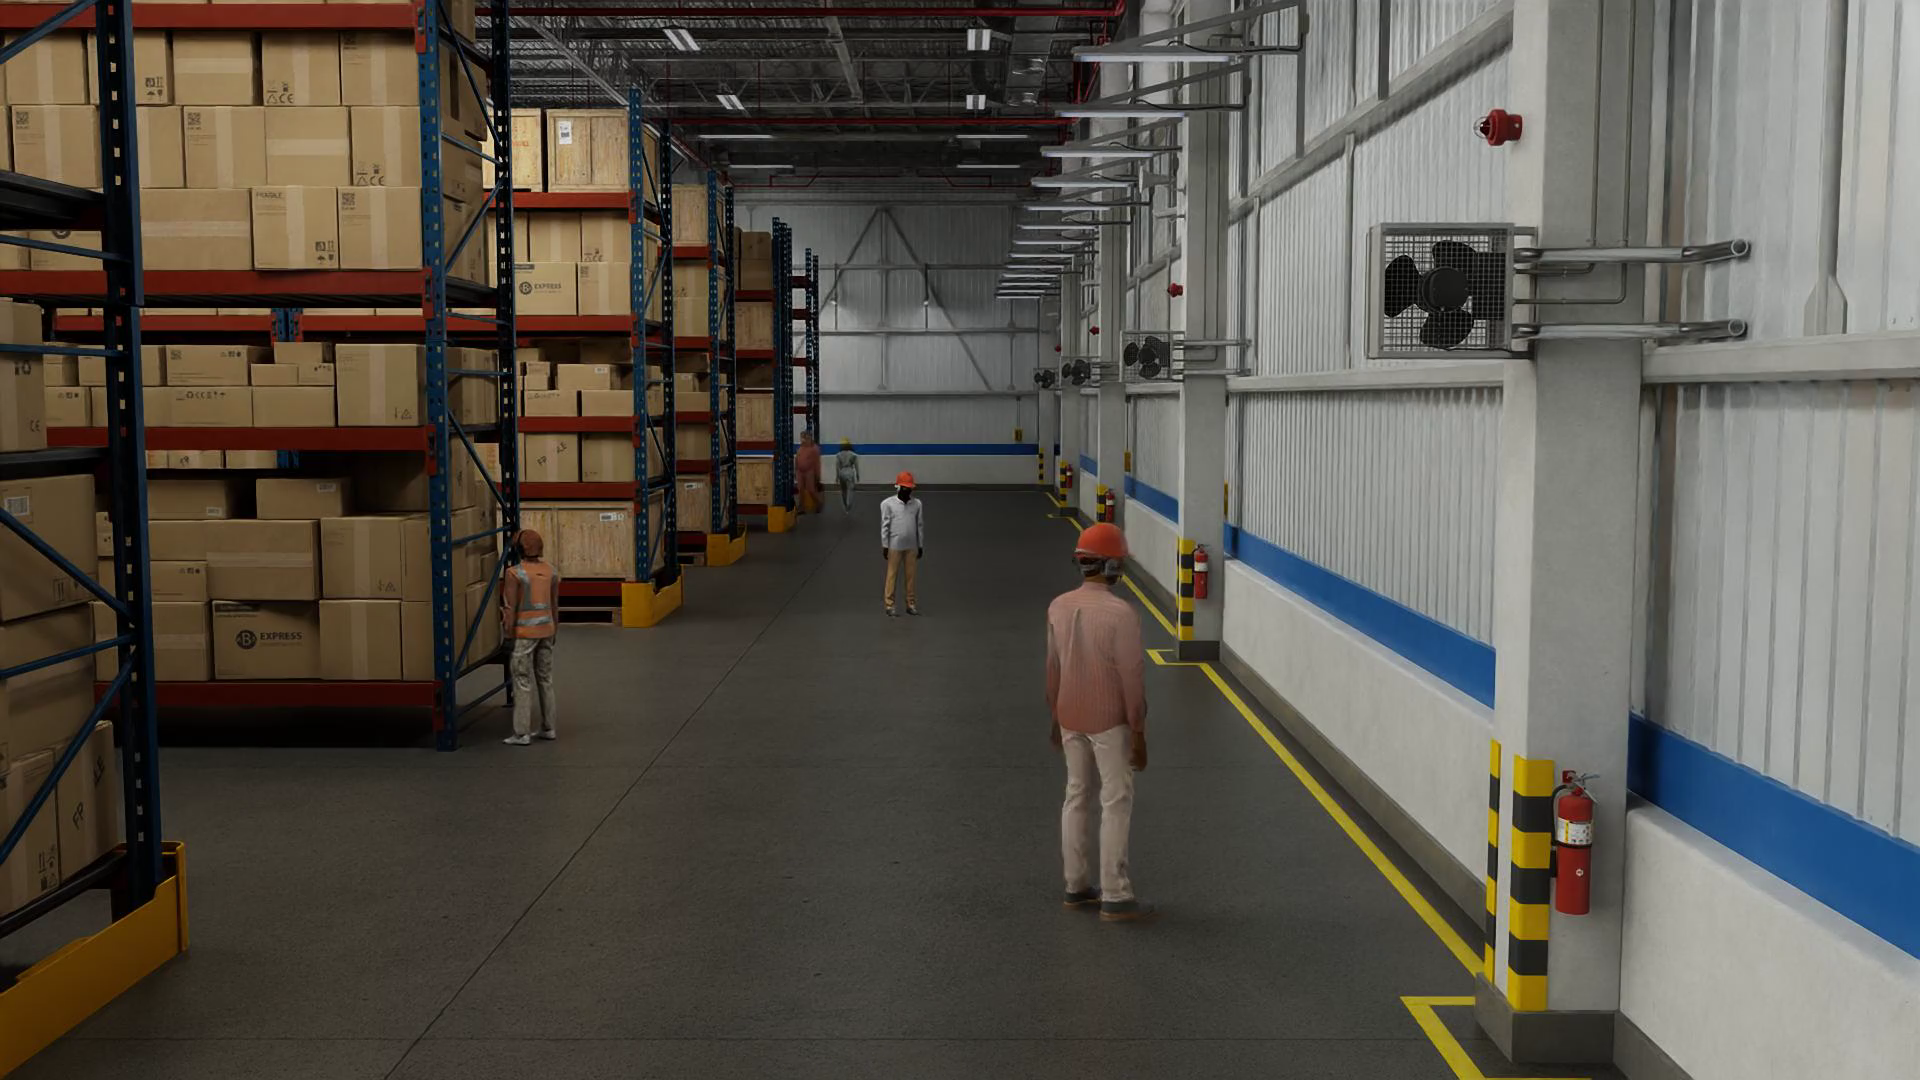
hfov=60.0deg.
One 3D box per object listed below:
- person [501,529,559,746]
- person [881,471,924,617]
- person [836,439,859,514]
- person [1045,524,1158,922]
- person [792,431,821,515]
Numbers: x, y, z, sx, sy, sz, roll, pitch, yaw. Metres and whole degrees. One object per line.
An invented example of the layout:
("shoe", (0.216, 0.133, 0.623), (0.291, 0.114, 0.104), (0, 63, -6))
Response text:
("person", (-3.239, 0.733, 12.584), (0.313, 1.628, 0.526), (3, 6, 33))
("person", (-0.673, 0.051, 19.873), (0.569, 1.743, 0.349), (-2, 6, -27))
("person", (-2.527, -1.425, 37.428), (0.515, 1.678, 0.955), (0, 5, 2))
("person", (0.726, 0.919, 8.433), (0.407, 1.982, 0.707), (-5, 7, -43))
("person", (-3.444, -1.490, 37.033), (0.680, 1.882, 0.488), (3, 6, 32))
